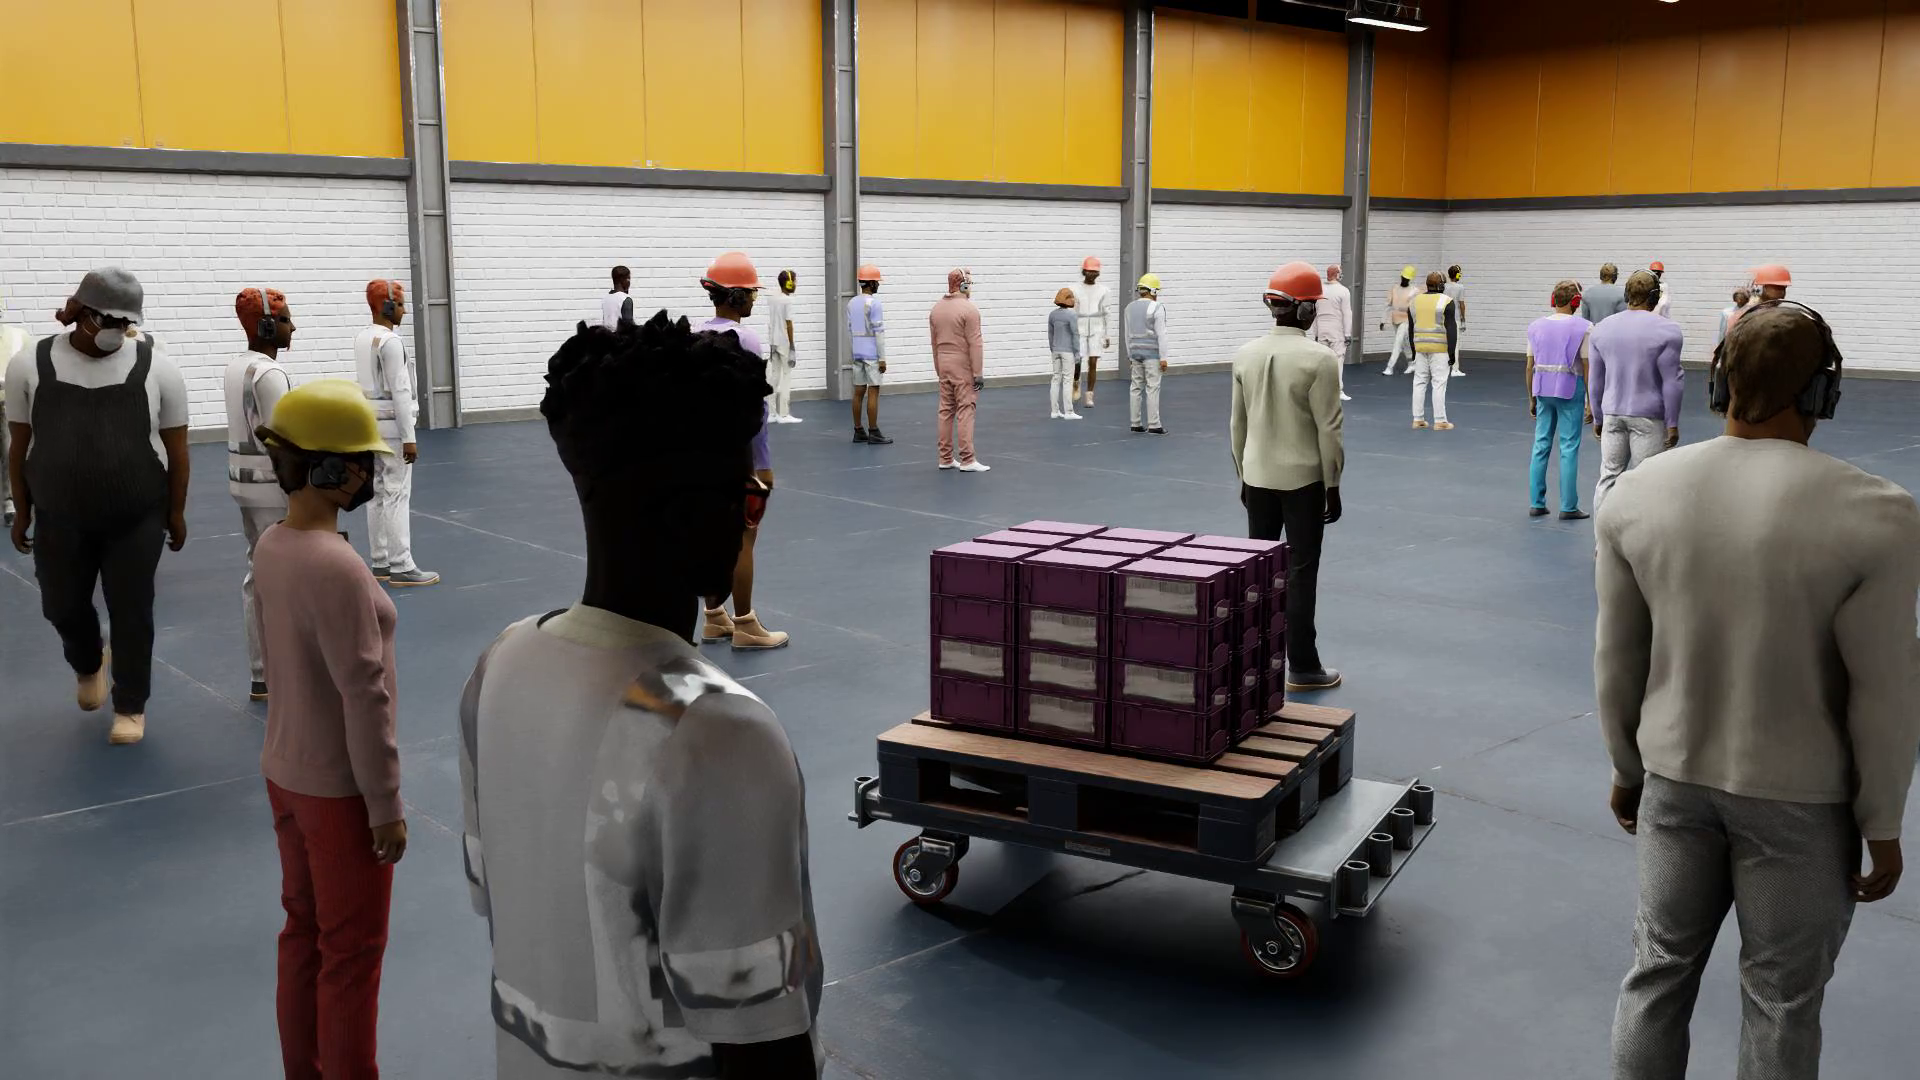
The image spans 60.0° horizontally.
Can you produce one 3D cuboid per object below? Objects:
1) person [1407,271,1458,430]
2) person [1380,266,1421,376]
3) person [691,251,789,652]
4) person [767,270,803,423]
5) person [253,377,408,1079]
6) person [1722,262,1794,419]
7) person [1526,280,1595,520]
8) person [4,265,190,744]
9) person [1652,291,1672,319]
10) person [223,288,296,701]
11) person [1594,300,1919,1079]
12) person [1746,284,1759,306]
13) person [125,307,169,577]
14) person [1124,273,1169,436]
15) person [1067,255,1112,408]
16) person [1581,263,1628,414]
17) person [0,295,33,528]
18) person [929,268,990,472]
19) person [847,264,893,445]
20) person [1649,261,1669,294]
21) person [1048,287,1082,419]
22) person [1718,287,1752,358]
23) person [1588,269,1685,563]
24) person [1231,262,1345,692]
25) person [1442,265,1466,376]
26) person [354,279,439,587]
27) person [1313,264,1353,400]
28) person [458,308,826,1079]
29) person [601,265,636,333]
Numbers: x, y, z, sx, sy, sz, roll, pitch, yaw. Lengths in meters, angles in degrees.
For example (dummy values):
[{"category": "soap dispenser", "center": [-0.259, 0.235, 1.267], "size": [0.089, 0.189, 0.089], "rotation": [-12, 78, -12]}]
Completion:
[{"category": "person", "center": [5.536, -2.207, 19.444], "size": [0.429, 1.844, 0.627], "rotation": [-9, 13, -41]}, {"category": "person", "center": [7.584, -3.744, 28.417], "size": [1.003, 1.858, 0.602], "rotation": [-8, 12, -38]}, {"category": "person", "center": [-1.156, -0.448, 8.554], "size": [0.371, 2.044, 0.608], "rotation": [-9, 13, -41]}, {"category": "person", "center": [-2.155, -2.334, 20.209], "size": [0.436, 1.842, 0.534], "rotation": [-7, 12, -36]}, {"category": "person", "center": [-1.357, 0.528, 3.658], "size": [0.313, 1.767, 0.523], "rotation": [-9, 13, -41]}, {"category": "person", "center": [6.114, -1.135, 12.772], "size": [0.620, 1.977, 0.588], "rotation": [-3, 10, -16]}, {"category": "person", "center": [4.614, -1.075, 12.808], "size": [0.389, 1.843, 0.566], "rotation": [-9, 13, -41]}, {"category": "person", "center": [-3.590, -0.175, 6.966], "size": [0.706, 2.000, 0.654], "rotation": [-4, 10, -21]}, {"category": "person", "center": [9.313, -2.738, 22.636], "size": [0.667, 1.817, 0.631], "rotation": [3, 10, 19]}, {"category": "person", "center": [-3.064, -0.178, 7.445], "size": [0.355, 1.882, 0.575], "rotation": [-9, 13, -41]}, {"category": "person", "center": [1.568, 0.498, 3.327], "size": [0.372, 1.939, 0.631], "rotation": [-9, 13, -41]}, {"category": "person", "center": [12.716, -3.322, 26.564], "size": [0.307, 1.641, 0.512], "rotation": [-9, 13, -41]}, {"category": "person", "center": [-5.194, -0.663, 10.422], "size": [0.541, 1.832, 0.398], "rotation": [-7, 12, -35]}, {"category": "person", "center": [2.129, -2.092, 18.802], "size": [0.404, 1.830, 0.588], "rotation": [-9, 13, -41]}, {"category": "person", "center": [1.717, -2.779, 22.254], "size": [0.634, 2.027, 0.557], "rotation": [-1, 10, -5]}, {"category": "person", "center": [8.196, -2.546, 21.143], "size": [0.372, 1.940, 0.631], "rotation": [-9, 13, -41]}, {"category": "person", "center": [-7.155, -0.988, 12.371], "size": [0.594, 1.815, 0.431], "rotation": [-7, 12, -36]}, {"category": "person", "center": [0.006, -1.592, 15.655], "size": [0.410, 1.909, 0.642], "rotation": [-9, 13, -41]}, {"category": "person", "center": [-0.977, -1.996, 17.927], "size": [0.354, 1.939, 0.544], "rotation": [-9, 13, -41]}, {"category": "person", "center": [11.903, -3.810, 28.556], "size": [0.359, 1.936, 0.544], "rotation": [-9, 13, -41]}, {"category": "person", "center": [1.302, -2.316, 20.688], "size": [0.285, 1.633, 0.498], "rotation": [-9, 13, -41]}, {"category": "person", "center": [10.351, -2.544, 22.060], "size": [0.538, 1.617, 0.581], "rotation": [8, 13, 39]}, {"category": "person", "center": [4.388, -0.784, 10.828], "size": [0.372, 1.940, 0.631], "rotation": [-9, 13, -41]}, {"category": "person", "center": [1.535, -0.291, 7.778], "size": [0.375, 1.995, 0.610], "rotation": [-9, 13, -41]}, {"category": "person", "center": [8.325, -3.693, 28.093], "size": [0.328, 1.862, 0.509], "rotation": [-9, 13, -41]}, {"category": "person", "center": [-3.495, -0.652, 10.224], "size": [0.355, 1.882, 0.575], "rotation": [-9, 13, -41]}, {"category": "person", "center": [5.248, -2.913, 23.388], "size": [0.410, 1.909, 0.642], "rotation": [-9, 13, -41]}, {"category": "person", "center": [-0.337, 0.721, 1.937], "size": [0.367, 1.965, 0.604], "rotation": [-9, 13, -41]}, {"category": "person", "center": [-3.889, -2.180, 19.065], "size": [0.391, 1.918, 0.593], "rotation": [-9, 13, -41]}]
